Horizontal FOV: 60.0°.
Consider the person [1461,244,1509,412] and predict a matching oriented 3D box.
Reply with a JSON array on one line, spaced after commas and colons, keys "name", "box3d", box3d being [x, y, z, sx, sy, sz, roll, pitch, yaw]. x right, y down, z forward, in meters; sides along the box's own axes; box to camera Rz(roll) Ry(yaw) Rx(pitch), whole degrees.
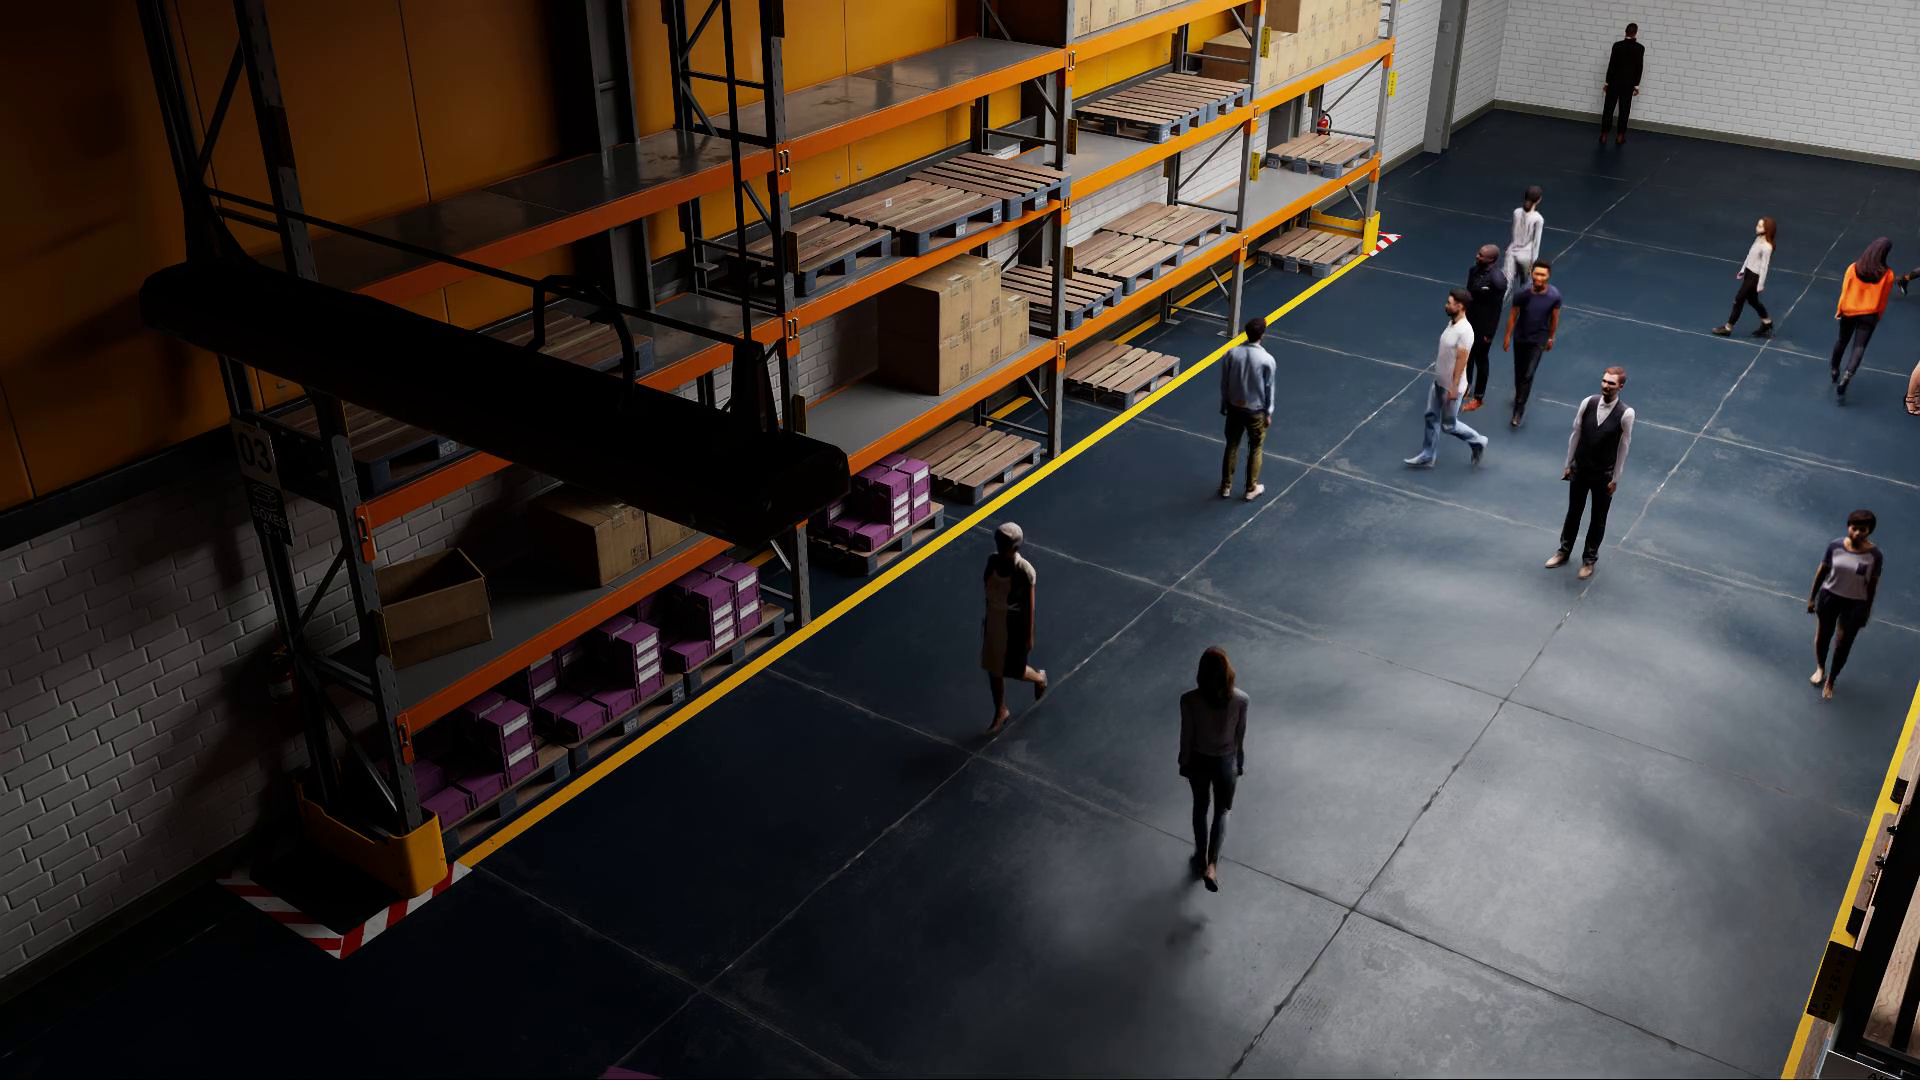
[{"name": "person", "box3d": [5.530, -2.281, 17.681, 0.808, 1.818, 0.787, -10, 30, -18]}]

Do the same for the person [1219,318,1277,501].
[{"name": "person", "box3d": [2.717, -1.233, 15.768, 0.695, 1.808, 0.601, 13, 31, 22]}]

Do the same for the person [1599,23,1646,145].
[{"name": "person", "box3d": [10.747, -7.423, 27.017, 0.755, 1.904, 0.677, 11, 31, 20]}]

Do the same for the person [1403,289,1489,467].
[{"name": "person", "box3d": [4.886, -1.538, 16.307, 1.115, 1.829, 1.081, -3, 29, -6]}]

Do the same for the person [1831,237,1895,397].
[{"name": "person", "box3d": [9.726, -2.392, 17.993, 0.662, 1.714, 1.077, 20, 34, 32]}]

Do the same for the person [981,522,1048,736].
[{"name": "person", "box3d": [0.415, 0.638, 12.410, 0.700, 1.741, 0.913, 25, 37, 38]}]

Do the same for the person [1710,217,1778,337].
[{"name": "person", "box3d": [9.373, -3.077, 19.513, 0.851, 1.461, 0.960, 5, 29, 9]}]

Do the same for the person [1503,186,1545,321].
[{"name": "person", "box3d": [6.539, -3.278, 19.591, 1.123, 1.738, 0.770, -23, 36, -36]}]

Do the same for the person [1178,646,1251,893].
[{"name": "person", "box3d": [1.637, 1.519, 10.757, 0.854, 1.776, 1.030, 4, 29, 7]}]

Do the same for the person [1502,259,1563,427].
[{"name": "person", "box3d": [6.008, -2.132, 17.486, 0.795, 1.742, 1.216, 12, 31, 21]}]

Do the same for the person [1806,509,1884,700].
[{"name": "person", "box3d": [6.909, 0.439, 12.978, 0.610, 1.547, 0.675, 22, 35, 34]}]

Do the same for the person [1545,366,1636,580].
[{"name": "person", "box3d": [5.539, -0.619, 14.508, 0.680, 1.938, 0.602, 23, 36, 36]}]
